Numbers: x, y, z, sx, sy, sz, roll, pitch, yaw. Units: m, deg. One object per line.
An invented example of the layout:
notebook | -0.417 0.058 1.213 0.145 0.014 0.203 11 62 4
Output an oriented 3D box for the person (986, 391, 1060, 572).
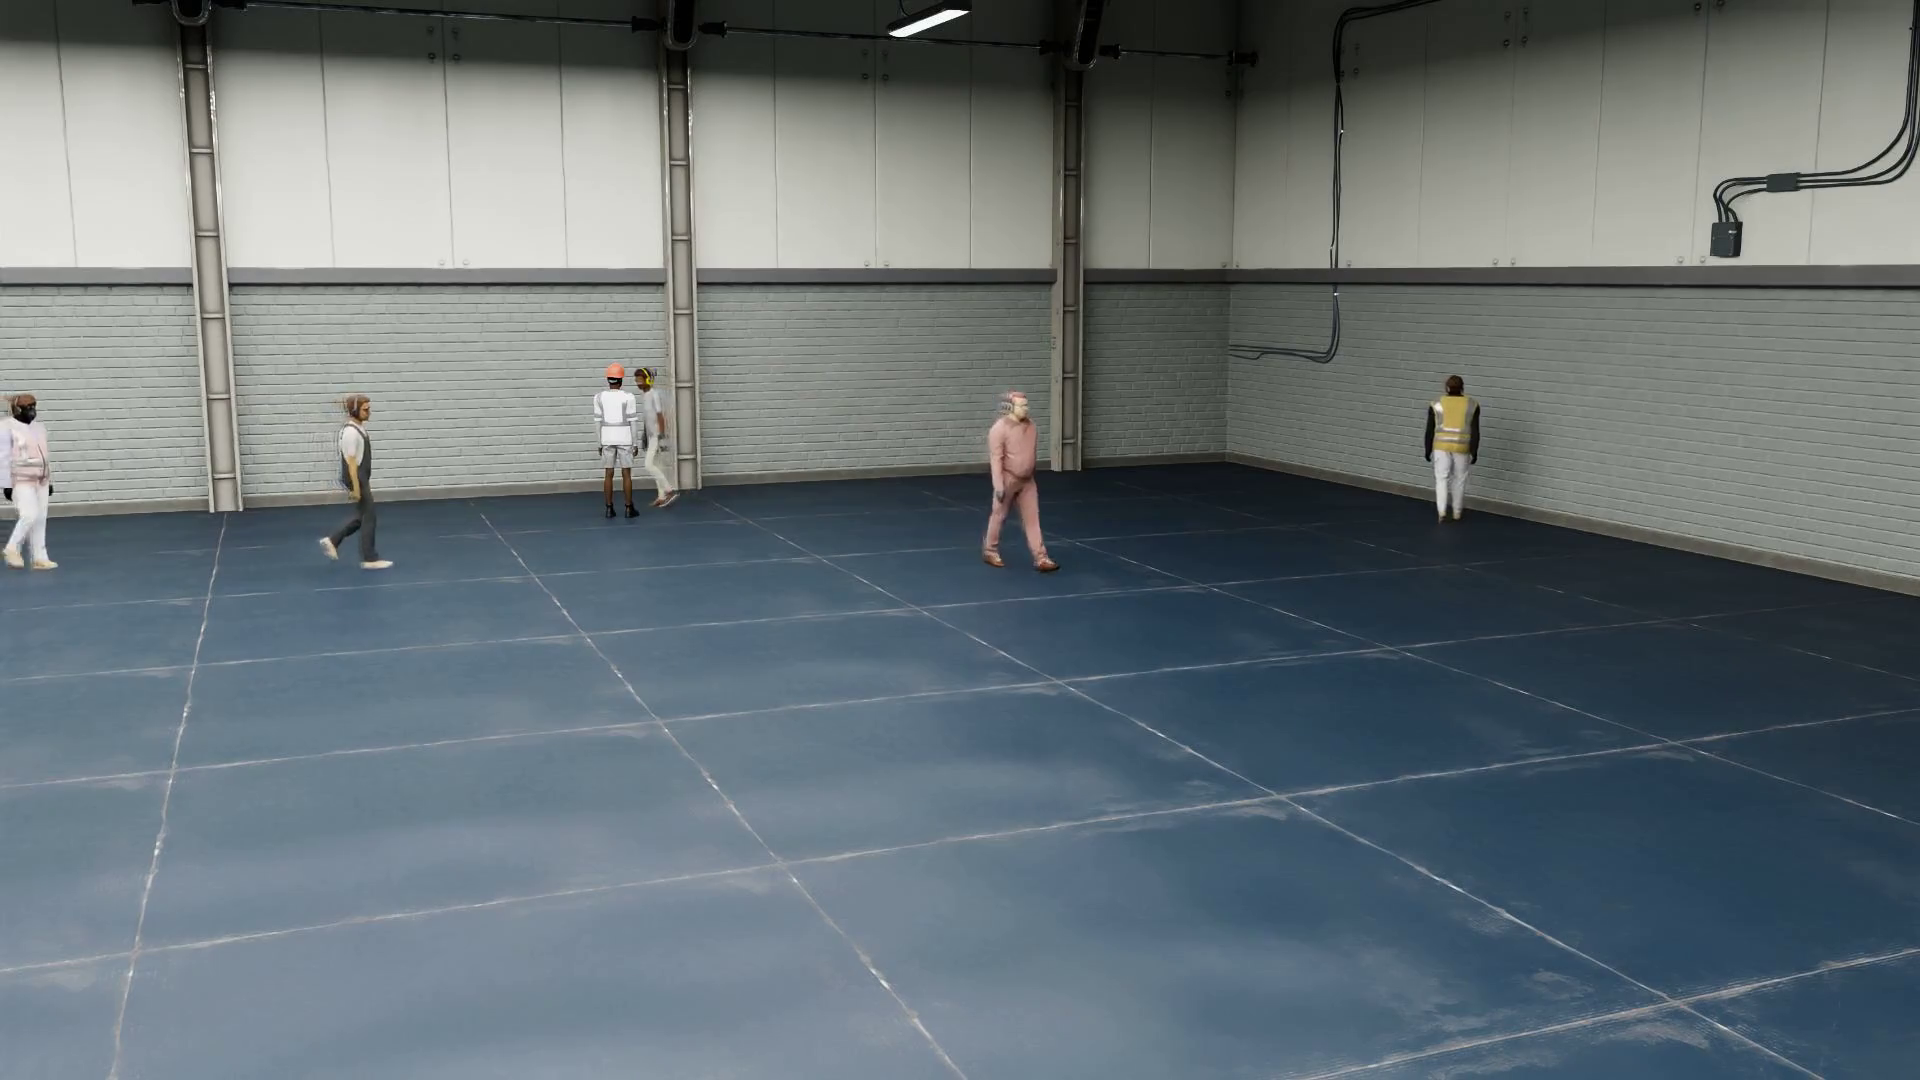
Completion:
person | 0.584 -0.598 17.068 0.659 1.846 1.024 -7 12 -38

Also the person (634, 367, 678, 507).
person | -4.015 -1.331 21.697 0.451 1.836 0.550 -4 10 -24

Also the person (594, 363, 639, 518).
person | -4.283 -1.234 20.790 0.544 1.939 0.354 1 9 4

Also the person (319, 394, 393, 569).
person | -6.242 -0.591 17.107 0.635 1.824 0.523 -3 9 -16

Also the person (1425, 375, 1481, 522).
person | 6.065 -1.126 20.496 0.638 1.827 0.709 3 9 17

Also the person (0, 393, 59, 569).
person | -9.555 -0.591 17.068 0.435 1.832 0.648 2 9 11
